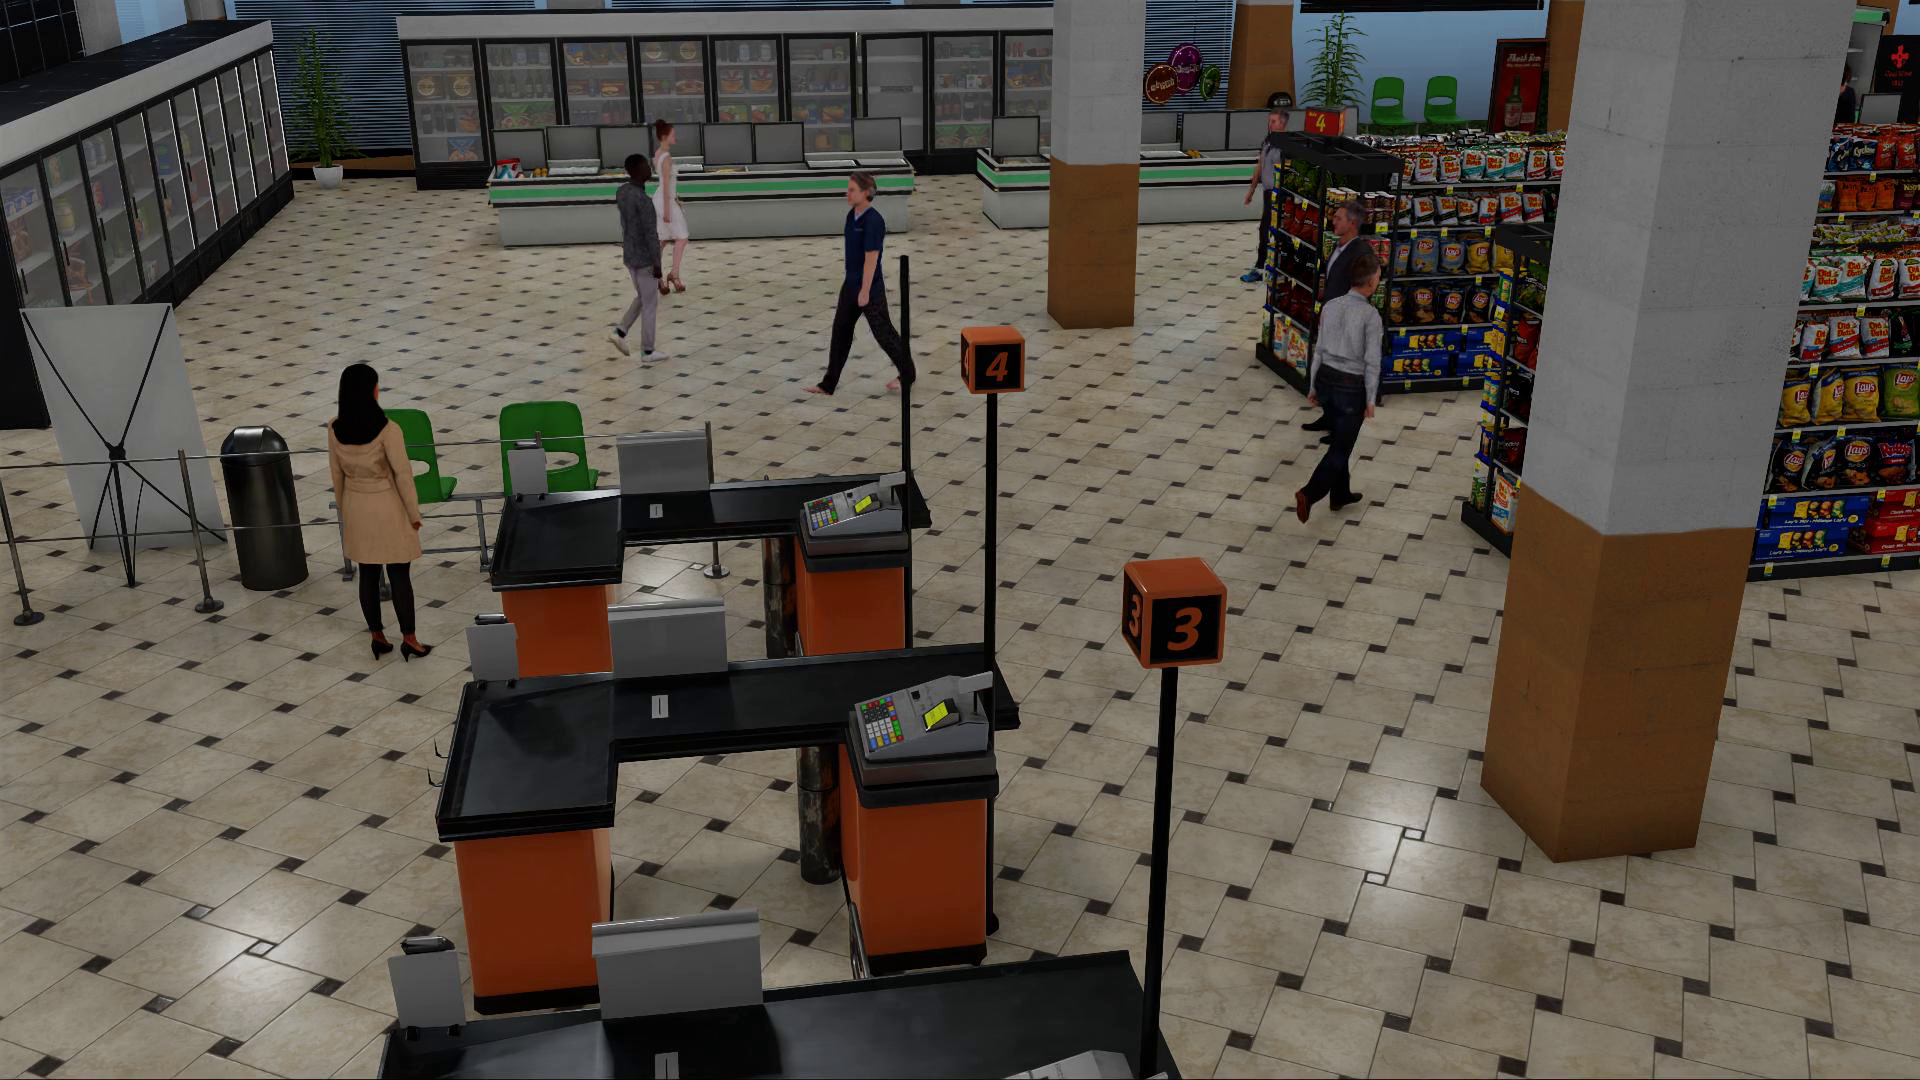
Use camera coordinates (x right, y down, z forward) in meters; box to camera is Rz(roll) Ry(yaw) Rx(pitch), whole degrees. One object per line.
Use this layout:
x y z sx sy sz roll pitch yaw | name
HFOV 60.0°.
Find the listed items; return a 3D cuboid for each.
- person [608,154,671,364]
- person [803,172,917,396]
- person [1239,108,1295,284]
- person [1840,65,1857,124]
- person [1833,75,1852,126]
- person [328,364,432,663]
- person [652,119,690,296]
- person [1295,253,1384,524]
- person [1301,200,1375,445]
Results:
-2.878 -2.444 14.563 0.941 1.829 0.881 -17 27 -35 | person
-0.698 -2.047 13.599 1.307 1.812 0.954 -12 25 -27 | person
3.412 -3.620 17.530 0.976 1.799 0.791 -6 23 -15 | person
11.140 -5.142 21.285 0.754 1.824 0.782 -15 26 -32 | person
10.858 -4.947 20.887 0.680 1.760 0.714 -8 23 -20 | person
-3.154 -0.131 9.007 0.615 1.681 0.773 5 22 13 | person
-3.086 -3.351 16.889 0.719 1.778 0.682 -10 24 -23 | person
2.465 -0.956 10.920 1.231 1.785 1.045 -19 29 -39 | person
2.898 -1.662 12.604 0.567 1.839 0.722 -4 22 -11 | person
